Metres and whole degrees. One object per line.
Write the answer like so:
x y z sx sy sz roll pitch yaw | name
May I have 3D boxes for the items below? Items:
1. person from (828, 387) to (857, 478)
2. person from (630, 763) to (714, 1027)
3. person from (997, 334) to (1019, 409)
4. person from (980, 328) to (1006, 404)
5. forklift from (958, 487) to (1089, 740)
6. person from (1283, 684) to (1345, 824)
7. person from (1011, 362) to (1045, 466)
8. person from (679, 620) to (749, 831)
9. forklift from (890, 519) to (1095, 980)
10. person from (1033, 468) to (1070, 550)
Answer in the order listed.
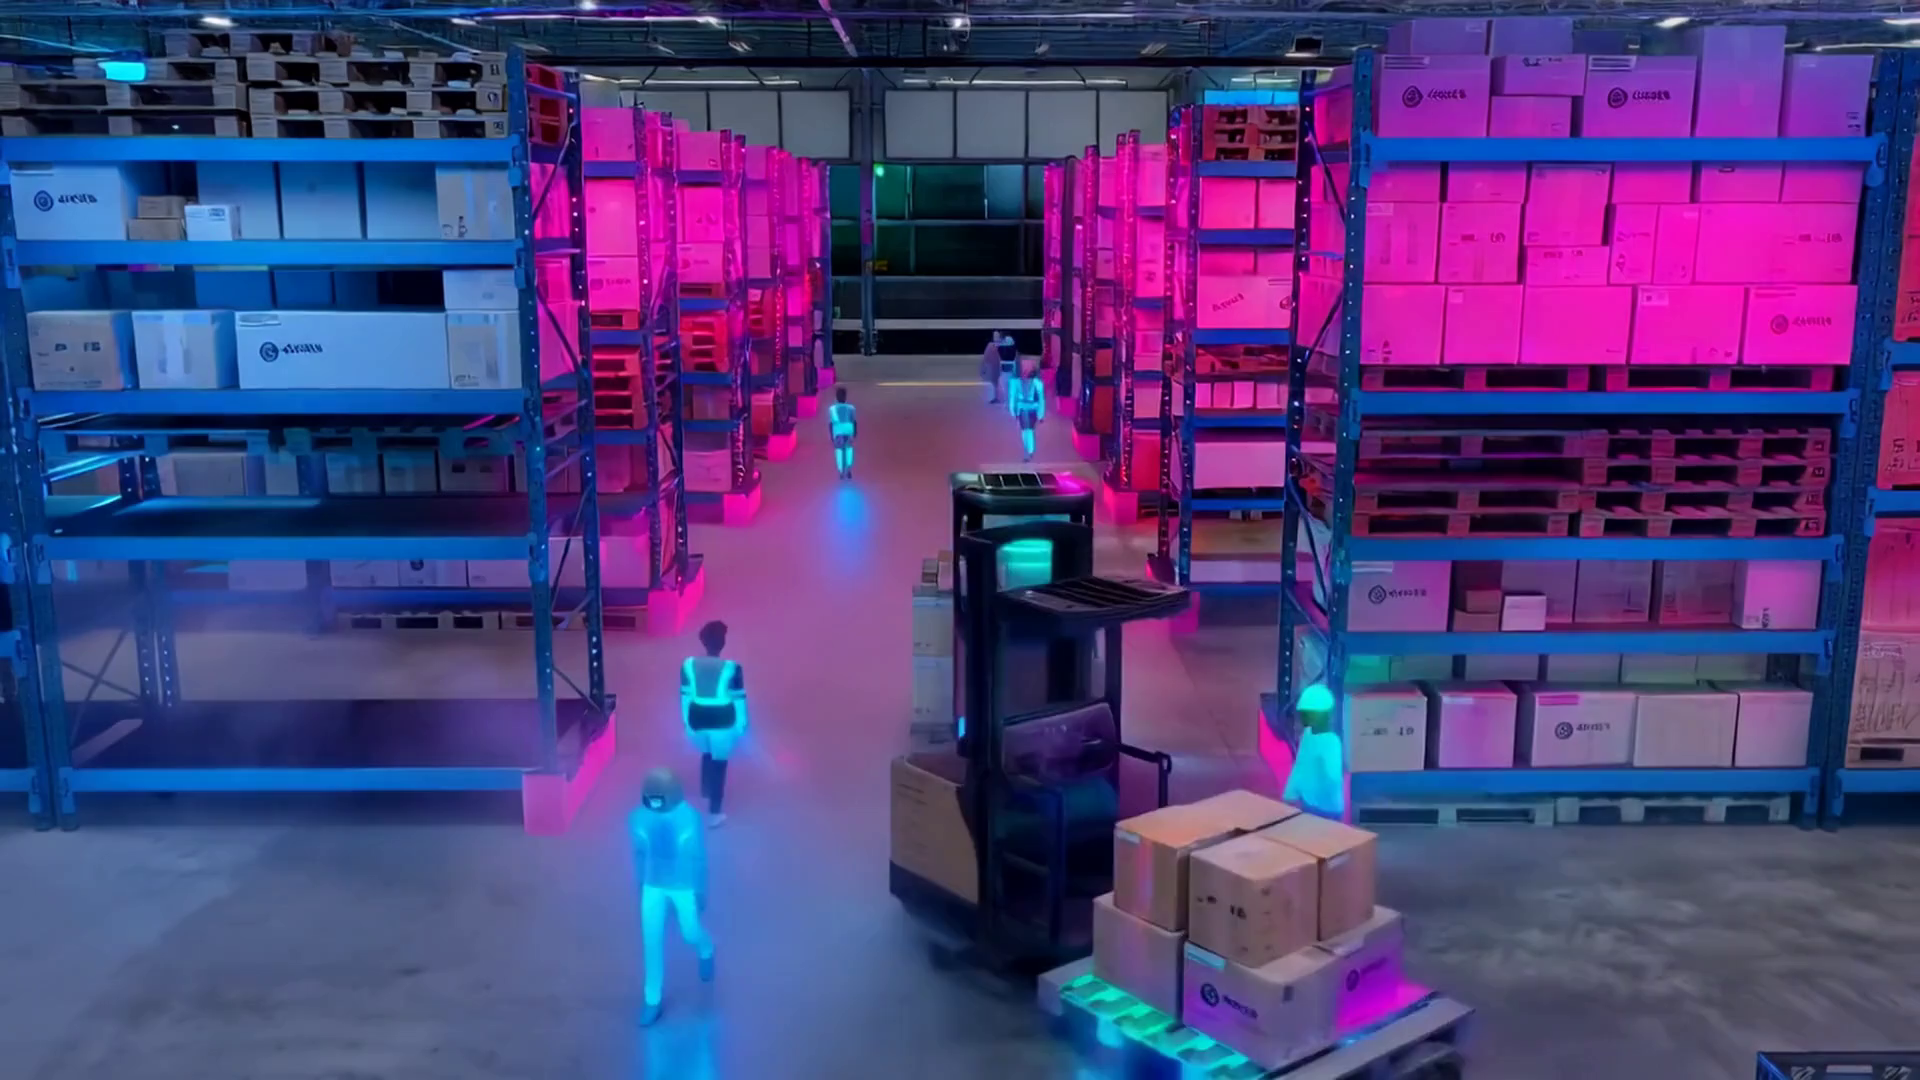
-2.135 -1.938 30.268 0.548 1.683 0.553 -1 11 -5 | person
-1.783 2.124 10.349 0.500 1.601 0.758 2 12 11 | person
1.180 -4.136 40.839 0.566 1.826 0.577 1 11 5 | person
0.830 -4.374 41.849 0.679 1.883 0.656 -11 16 -44 | person
0.495 0.986 12.813 1.129 2.768 1.873 0 11 -2 | forklift
2.430 1.828 11.517 0.899 1.711 0.547 -1 12 -7 | person
1.309 -2.445 32.117 0.603 1.960 1.098 4 12 19 | person
-1.958 1.466 13.424 0.552 1.671 0.625 3 12 15 | person
0.443 1.286 11.324 1.129 2.768 1.873 -9 14 -37 | forklift
1.144 0.050 20.012 0.641 1.866 0.968 -5 13 -24 | person
